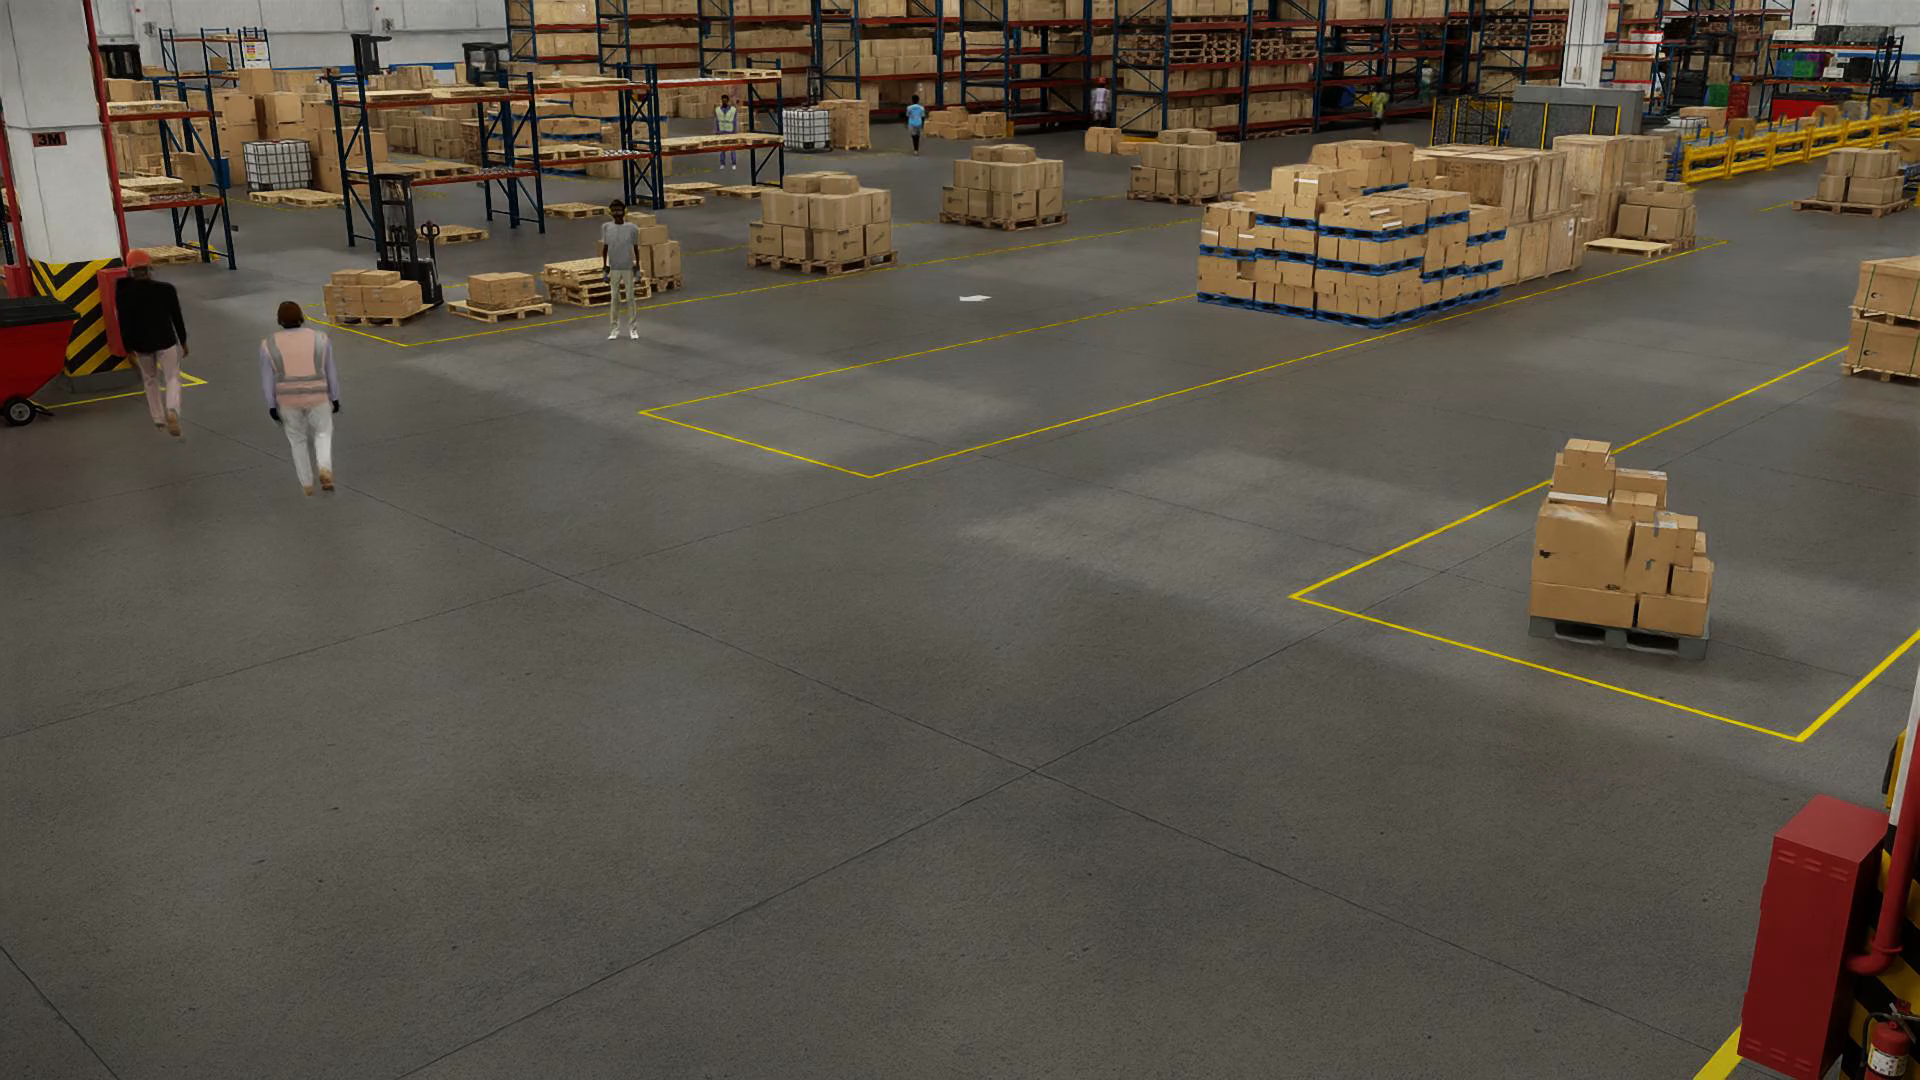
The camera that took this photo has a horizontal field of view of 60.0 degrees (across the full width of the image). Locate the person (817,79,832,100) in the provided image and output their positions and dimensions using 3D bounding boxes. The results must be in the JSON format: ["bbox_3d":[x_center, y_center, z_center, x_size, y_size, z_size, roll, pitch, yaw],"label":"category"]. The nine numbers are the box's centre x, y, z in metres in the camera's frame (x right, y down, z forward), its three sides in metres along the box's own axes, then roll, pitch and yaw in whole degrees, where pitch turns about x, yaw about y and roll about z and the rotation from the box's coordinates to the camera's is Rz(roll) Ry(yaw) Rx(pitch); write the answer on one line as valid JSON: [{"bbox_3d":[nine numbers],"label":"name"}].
[{"bbox_3d":[-4.822,-15.948,59.358,0.608,1.918,1.024,12,22,31],"label":"person"}]

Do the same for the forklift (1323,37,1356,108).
[{"bbox_3d":[13.646,-17.002,61.007,1.129,2.768,1.873,17,25,41],"label":"forklift"}]

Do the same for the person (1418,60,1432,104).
[{"bbox_3d":[19.070,-18.738,67.994,0.536,1.757,0.528,-13,22,-33],"label":"person"}]

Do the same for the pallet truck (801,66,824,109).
[{"bbox_3d":[-4.812,-15.182,56.903,0.823,1.965,1.885,-9,21,-26],"label":"pallet truck"}]

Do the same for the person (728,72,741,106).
[{"bbox_3d":[-7.694,-15.081,56.743,0.411,1.908,0.643,-11,22,-31],"label":"person"}]

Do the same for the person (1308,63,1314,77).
[{"bbox_3d":[14.761,-19.230,69.265,0.661,1.887,0.509,4,19,11],"label":"person"}]

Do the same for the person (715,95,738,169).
[{"bbox_3d":[-6.071,-10.618,43.303,0.584,1.908,0.389,1,18,4],"label":"person"}]

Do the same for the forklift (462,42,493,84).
[{"bbox_3d":[-15.832,-14.974,54.895,1.873,2.768,1.129,16,24,41],"label":"forklift"}]

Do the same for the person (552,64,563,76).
[{"bbox_3d":[-16.140,-18.178,66.514,0.530,1.610,0.644,10,21,28],"label":"person"}]

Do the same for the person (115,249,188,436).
[{"bbox_3d":[-8.414,-2.045,17.372,0.625,1.966,0.816,-7,20,-21],"label":"person"}]

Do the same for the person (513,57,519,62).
[{"bbox_3d":[-17.477,-18.042,65.612,0.371,1.941,0.627,-1,18,-2],"label":"person"}]

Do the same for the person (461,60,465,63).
[{"bbox_3d":[-18.478,-16.945,62.246,0.632,1.973,0.689,0,18,0],"label":"person"}]

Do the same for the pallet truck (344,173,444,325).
[{"bbox_3d":[-8.209,-4.181,23.757,0.823,1.965,1.885,3,19,9],"label":"pallet truck"}]

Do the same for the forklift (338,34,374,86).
[{"bbox_3d":[-23.320,-18.344,65.050,1.129,2.768,1.873,17,25,41],"label":"forklift"}]

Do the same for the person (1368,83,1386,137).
[{"bbox_3d":[13.277,-13.671,52.889,0.885,1.654,0.531,-17,25,-41],"label":"person"}]

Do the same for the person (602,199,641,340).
[{"bbox_3d":[-4.531,-3.612,22.243,0.508,1.872,0.329,-2,18,-5],"label":"person"}]

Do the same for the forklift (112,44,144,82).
[{"bbox_3d":[-26.352,-14.342,52.992,1.873,2.768,1.129,4,19,11],"label":"forklift"}]

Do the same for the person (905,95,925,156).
[{"bbox_3d":[-1.303,-11.747,47.100,0.540,1.645,0.884,-7,20,-21],"label":"person"}]

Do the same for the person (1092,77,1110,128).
[{"bbox_3d":[4.366,-13.429,51.773,0.555,1.910,0.892,6,19,18],"label":"person"}]

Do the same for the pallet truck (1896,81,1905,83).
[{"bbox_3d":[34.802,-16.331,61.455,0.653,1.274,1.630,17,25,41],"label":"pallet truck"}]

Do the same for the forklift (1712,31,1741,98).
[{"bbox_3d":[31.668,-19.684,69.086,1.129,2.768,1.873,17,25,41],"label":"forklift"}]

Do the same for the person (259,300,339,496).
[{"bbox_3d":[-6.059,-1.295,15.316,0.648,1.832,0.436,-8,20,-23],"label":"person"}]

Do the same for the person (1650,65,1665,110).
[{"bbox_3d":[27.065,-17.574,64.578,0.531,1.698,0.320,-1,18,-4],"label":"person"}]

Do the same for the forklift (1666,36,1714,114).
[{"bbox_3d":[27.341,-17.291,61.877,1.129,2.768,1.873,17,25,41],"label":"forklift"}]
